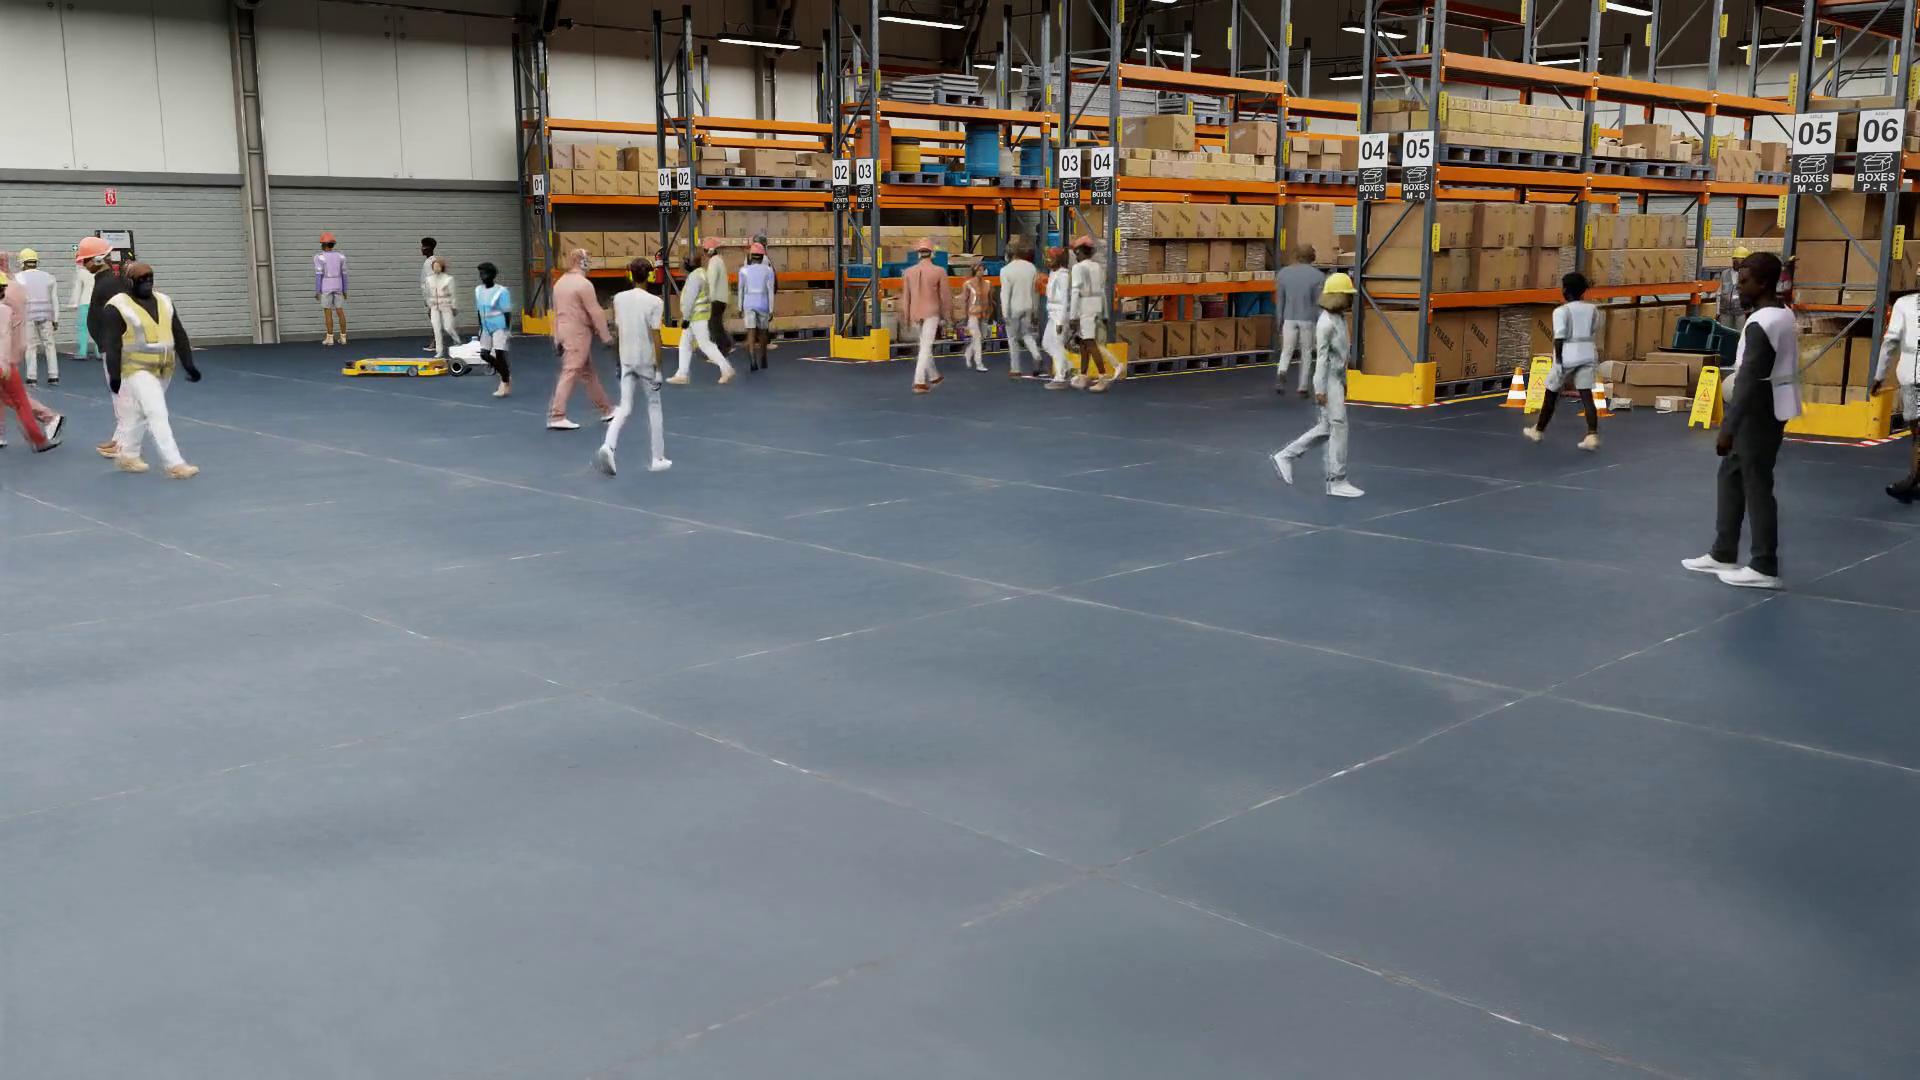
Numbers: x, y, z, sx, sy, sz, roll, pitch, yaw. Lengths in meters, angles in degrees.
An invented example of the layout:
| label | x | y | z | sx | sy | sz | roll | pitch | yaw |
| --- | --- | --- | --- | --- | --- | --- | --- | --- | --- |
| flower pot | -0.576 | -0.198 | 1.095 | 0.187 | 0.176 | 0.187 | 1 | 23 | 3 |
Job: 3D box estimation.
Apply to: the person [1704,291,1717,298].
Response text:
| label | x | y | z | sx | sy | sz | roll | pitch | yaw |
| --- | --- | --- | --- | --- | --- | --- | --- | --- | --- |
| person | 15.278 | -4.997 | 33.790 | 0.498 | 1.633 | 0.285 | -10 | 14 | -43 |

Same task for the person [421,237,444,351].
| label | x | y | z | sx | sy | sz | roll | pitch | yaw |
| --- | --- | --- | --- | --- | --- | --- | --- | --- | --- |
| person | -9.238 | -4.304 | 29.100 | 0.367 | 1.966 | 0.607 | -1 | 10 | -5 |

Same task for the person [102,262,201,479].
| label | x | y | z | sx | sy | sz | roll | pitch | yaw |
| --- | --- | --- | --- | --- | --- | --- | --- | --- | --- |
| person | -6.810 | -1.425 | 13.917 | 0.993 | 1.795 | 0.629 | 4 | 11 | 21 |

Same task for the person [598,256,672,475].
| label | x | y | z | sx | sy | sz | roll | pitch | yaw |
| --- | --- | --- | --- | --- | --- | --- | --- | --- | --- |
| person | -2.758 | -1.473 | 14.045 | 0.513 | 1.838 | 0.846 | 3 | 11 | 18 |

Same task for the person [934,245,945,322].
| label | x | y | z | sx | sy | sz | roll | pitch | yaw |
| --- | --- | --- | --- | --- | --- | --- | --- | --- | --- |
| person | -0.531 | -4.725 | 31.862 | 0.832 | 1.794 | 0.623 | -6 | 12 | -31 |

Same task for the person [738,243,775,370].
| label | x | y | z | sx | sy | sz | roll | pitch | yaw |
| --- | --- | --- | --- | --- | --- | --- | --- | --- | --- |
| person | -3.055 | -3.502 | 24.946 | 0.561 | 1.896 | 0.972 | 0 | 10 | -3 |

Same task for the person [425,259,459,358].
| label | x | y | z | sx | sy | sz | roll | pitch | yaw |
| --- | --- | --- | --- | --- | --- | --- | --- | --- | --- |
| person | -8.519 | -3.820 | 27.410 | 0.517 | 1.625 | 0.528 | 2 | 11 | 10 |

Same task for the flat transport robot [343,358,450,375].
| label | x | y | z | sx | sy | sz | roll | pitch | yaw |
| --- | --- | --- | --- | --- | --- | --- | --- | --- | --- |
| flat transport robot | -8.112 | -2.517 | 24.099 | 1.431 | 0.197 | 0.652 | 1 | 10 | 6 |

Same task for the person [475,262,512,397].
| label | x | y | z | sx | sy | sz | roll | pitch | yaw |
| --- | --- | --- | --- | --- | --- | --- | --- | --- | --- |
| person | -5.779 | -2.623 | 20.706 | 0.571 | 1.670 | 0.432 | 6 | 12 | 31 |

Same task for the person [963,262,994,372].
| label | x | y | z | sx | sy | sz | roll | pitch | yaw |
| --- | --- | --- | --- | --- | --- | --- | --- | --- | --- |
| person | 0.235 | -3.333 | 24.766 | 0.526 | 1.616 | 0.686 | -7 | 13 | -35 |

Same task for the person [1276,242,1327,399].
| label | x | y | z | sx | sy | sz | roll | pitch | yaw |
| --- | --- | --- | --- | --- | --- | --- | --- | --- | --- |
| person | 4.163 | -2.690 | 20.434 | 0.643 | 1.923 | 0.705 | 6 | 12 | 29 |

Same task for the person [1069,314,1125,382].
| label | x | y | z | sx | sy | sz | roll | pitch | yaw |
| --- | --- | --- | --- | --- | --- | --- | --- | --- | --- |
| person | 1.894 | -2.973 | 22.850 | 0.709 | 1.598 | 0.513 | 4 | 11 | 19 |

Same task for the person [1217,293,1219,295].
| label | x | y | z | sx | sy | sz | roll | pitch | yaw |
| --- | --- | --- | --- | --- | --- | --- | --- | --- | --- |
| person | 6.499 | -6.646 | 42.603 | 0.321 | 1.697 | 0.529 | 9 | 14 | 40 |

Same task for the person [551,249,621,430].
| label | x | y | z | sx | sy | sz | roll | pitch | yaw |
| --- | --- | --- | --- | --- | --- | --- | --- | --- | --- |
| person | -3.897 | -2.097 | 17.385 | 1.002 | 1.848 | 0.639 | -8 | 13 | -36 |

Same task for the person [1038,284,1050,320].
| label | x | y | z | sx | sy | sz | roll | pitch | yaw |
| --- | --- | --- | --- | --- | --- | --- | --- | --- | --- |
| person | 1.870 | -5.353 | 35.142 | 0.388 | 1.847 | 0.563 | -7 | 12 | -32 |

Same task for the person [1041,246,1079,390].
| label | x | y | z | sx | sy | sz | roll | pitch | yaw |
| --- | --- | --- | --- | --- | --- | --- | --- | --- | --- |
| person | 1.288 | -2.890 | 21.679 | 0.453 | 1.858 | 0.658 | -2 | 11 | -9 |

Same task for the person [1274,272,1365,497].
| label | x | y | z | sx | sy | sz | roll | pitch | yaw |
| --- | --- | --- | --- | --- | --- | --- | --- | --- | --- |
| person | 2.821 | -1.218 | 12.936 | 0.668 | 1.721 | 0.491 | 4 | 11 | 23 |

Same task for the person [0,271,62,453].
| label | x | y | z | sx | sy | sz | roll | pitch | yaw |
| --- | --- | --- | --- | --- | --- | --- | --- | --- | --- |
| person | -8.738 | -1.609 | 15.095 | 0.535 | 1.705 | 0.926 | 4 | 11 | 20 |

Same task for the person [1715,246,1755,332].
| label | x | y | z | sx | sy | sz | roll | pitch | yaw |
| --- | --- | --- | --- | --- | --- | --- | --- | --- | --- |
| person | 11.238 | -3.323 | 24.106 | 0.403 | 1.837 | 0.590 | -10 | 14 | -43 |

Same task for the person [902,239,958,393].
| label | x | y | z | sx | sy | sz | roll | pitch | yaw |
| --- | --- | --- | --- | --- | --- | --- | --- | --- | --- |
| person | -0.360 | -2.894 | 21.450 | 0.629 | 1.939 | 1.015 | 6 | 12 | 32 |

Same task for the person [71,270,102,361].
| label | x | y | z | sx | sy | sz | roll | pitch | yaw |
| --- | --- | --- | --- | --- | --- | --- | --- | --- | --- |
| person | -14.014 | -3.757 | 26.790 | 0.697 | 1.719 | 0.383 | -1 | 10 | -4 |

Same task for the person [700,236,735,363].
| label | x | y | z | sx | sy | sz | roll | pitch | yaw |
| --- | --- | --- | --- | --- | --- | --- | --- | --- | --- |
| person | -3.867 | -3.782 | 26.232 | 0.433 | 1.980 | 0.631 | 0 | 10 | -1 |

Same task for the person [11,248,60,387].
| label | x | y | z | sx | sy | sz | roll | pitch | yaw |
| --- | --- | --- | --- | --- | --- | --- | --- | --- | --- |
| person | -12.395 | -2.980 | 22.280 | 0.403 | 1.824 | 0.596 | 8 | 13 | 38 |

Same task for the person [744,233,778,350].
| label | x | y | z | sx | sy | sz | roll | pitch | yaw |
| --- | --- | --- | --- | --- | --- | --- | --- | --- | --- |
| person | -3.495 | -4.384 | 29.448 | 0.536 | 2.000 | 0.674 | -8 | 13 | -36 |

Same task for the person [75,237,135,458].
| label | x | y | z | sx | sy | sz | roll | pitch | yaw |
| --- | --- | --- | --- | --- | --- | --- | --- | --- | --- |
| person | -7.758 | -1.755 | 15.152 | 0.404 | 1.984 | 0.612 | -6 | 12 | -28 |

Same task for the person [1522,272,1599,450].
| label | x | y | z | sx | sy | sz | roll | pitch | yaw |
| --- | --- | --- | --- | --- | --- | --- | --- | --- | --- |
| person | 5.778 | -1.700 | 15.755 | 0.538 | 1.648 | 0.883 | -3 | 11 | -18 |

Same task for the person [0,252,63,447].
| label | x | y | z | sx | sy | sz | roll | pitch | yaw |
| --- | --- | --- | --- | --- | --- | --- | --- | --- | --- |
| person | -9.008 | -1.802 | 15.714 | 0.820 | 1.877 | 0.661 | -3 | 11 | -15 |

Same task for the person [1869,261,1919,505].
| label | x | y | z | sx | sy | sz | roll | pitch | yaw |
| --- | --- | --- | --- | --- | --- | --- | --- | --- | --- |
| person | 7.192 | -1.215 | 12.479 | 0.993 | 1.883 | 0.568 | -7 | 13 | -34 |

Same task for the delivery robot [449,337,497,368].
| label | x | y | z | sx | sy | sz | roll | pitch | yaw |
| --- | --- | --- | --- | --- | --- | --- | --- | --- | --- |
| delivery robot | -6.995 | -2.695 | 24.037 | 0.707 | 0.478 | 0.477 | -1 | 10 | -5 |

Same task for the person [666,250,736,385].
| label | x | y | z | sx | sy | sz | roll | pitch | yaw |
| --- | --- | --- | --- | --- | --- | --- | --- | --- | --- |
| person | -3.495 | -2.999 | 22.438 | 0.914 | 1.806 | 0.621 | -2 | 11 | -9 |

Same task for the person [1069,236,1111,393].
| label | x | y | z | sx | sy | sz | roll | pitch | yaw |
| --- | --- | --- | --- | --- | --- | --- | --- | --- | --- |
| person | 1.695 | -2.927 | 21.550 | 0.725 | 1.999 | 0.653 | 7 | 12 | 32 |

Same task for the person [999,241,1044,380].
| label | x | y | z | sx | sy | sz | roll | pitch | yaw |
| --- | --- | --- | --- | --- | --- | --- | --- | --- | --- |
| person | 0.850 | -3.176 | 23.092 | 0.657 | 1.918 | 0.622 | -7 | 13 | -35 |

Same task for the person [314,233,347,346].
| label | x | y | z | sx | sy | sz | roll | pitch | yaw |
| --- | --- | --- | --- | --- | --- | --- | --- | --- | --- |
| person | -11.546 | -4.600 | 30.503 | 0.380 | 2.041 | 0.616 | 9 | 14 | 41 |

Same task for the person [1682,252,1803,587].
| label | x | y | z | sx | sy | sz | roll | pitch | yaw |
| --- | --- | --- | --- | --- | --- | --- | --- | --- | --- |
| person | 4.454 | -0.690 | 9.551 | 0.673 | 1.901 | 0.628 | 7 | 13 | 34 |
